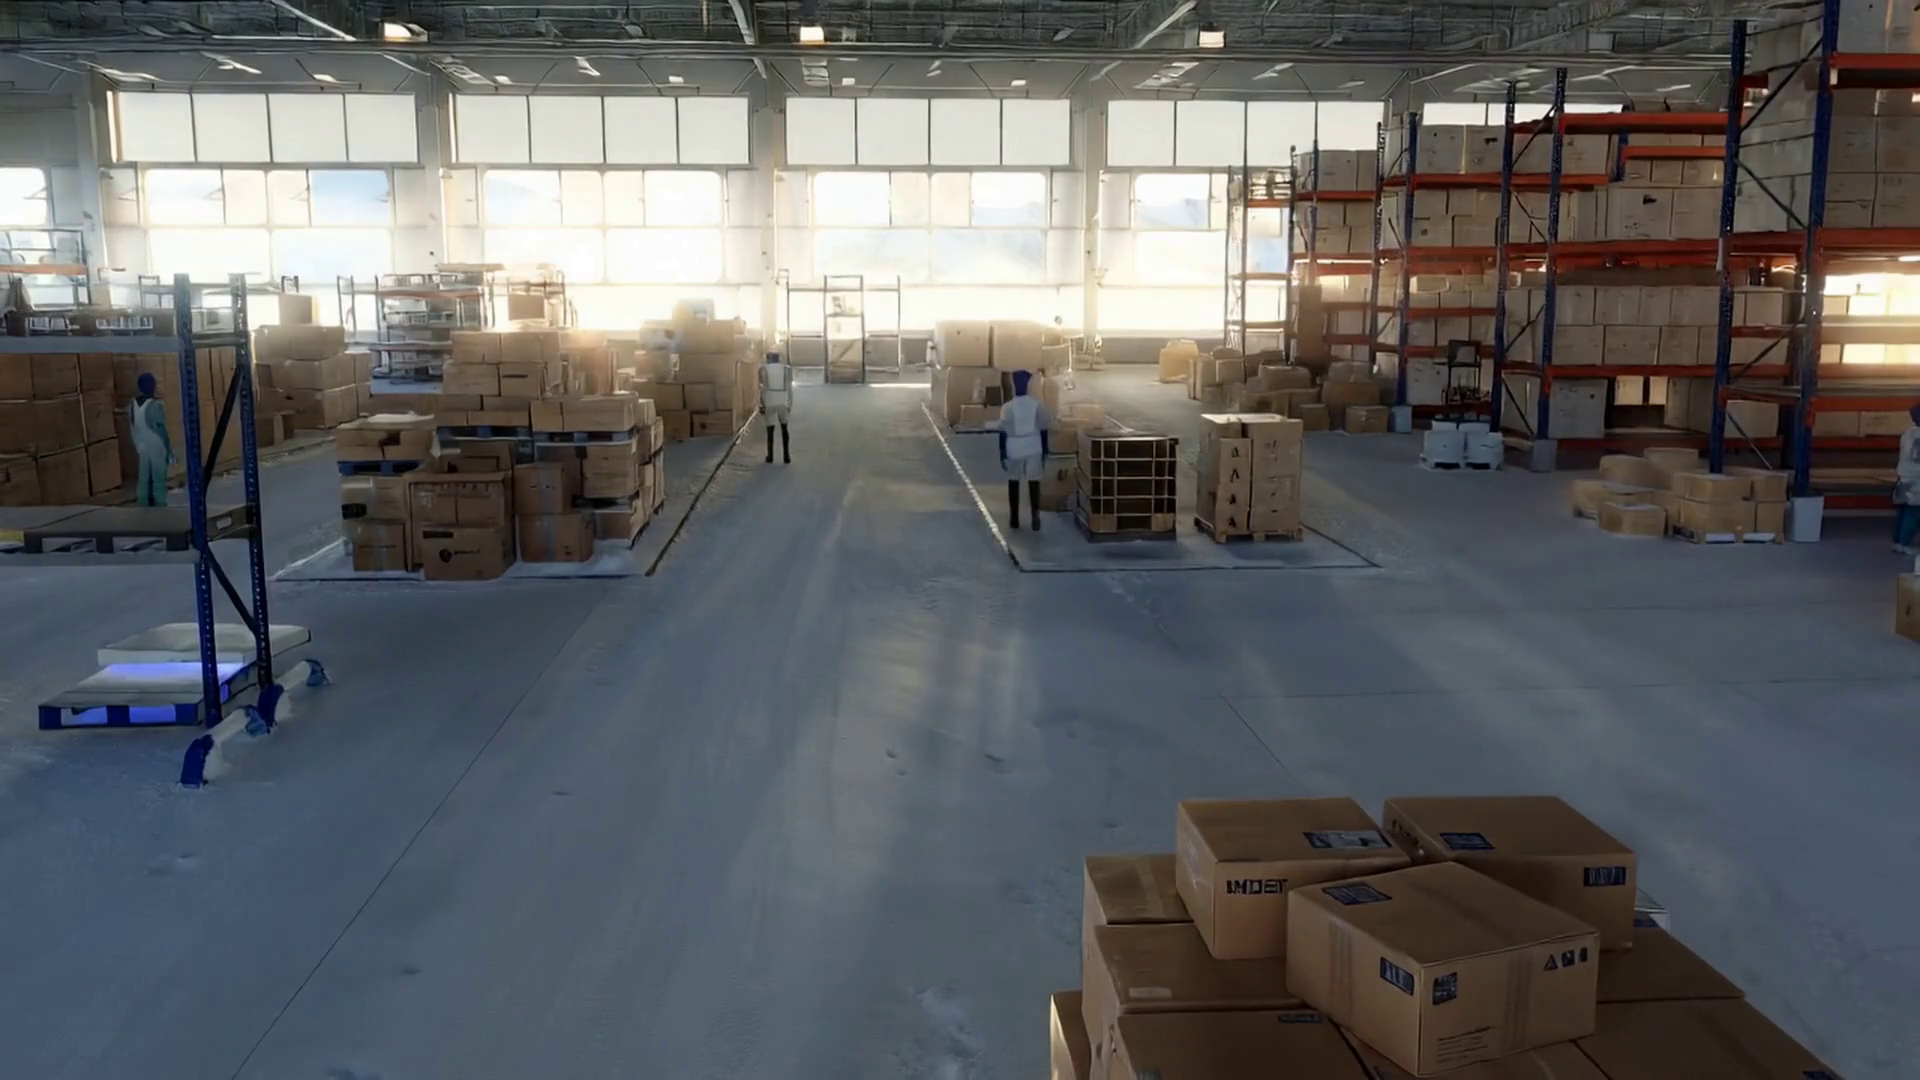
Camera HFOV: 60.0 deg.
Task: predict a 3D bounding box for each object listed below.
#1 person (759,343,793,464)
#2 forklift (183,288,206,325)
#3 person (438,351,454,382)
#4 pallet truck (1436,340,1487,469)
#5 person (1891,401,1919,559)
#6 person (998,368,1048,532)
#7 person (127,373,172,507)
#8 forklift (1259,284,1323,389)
[{"bbox_3d":[-2.955,-2.189,26.727,0.542,1.938,0.357,-2,9,-12],"label":"person"},{"bbox_3d":[-17.308,-4.409,37.718,1.873,2.768,1.129,-5,10,-30],"label":"forklift"},{"bbox_3d":[-7.546,-1.906,25.075,0.606,1.895,0.538,-1,9,-4],"label":"person"},{"bbox_3d":[8.004,-2.170,26.422,0.823,1.965,1.885,2,9,14],"label":"pallet truck"},{"bbox_3d":[10.225,-0.646,17.794,0.317,1.695,0.549,1,9,5],"label":"person"},{"bbox_3d":[0.748,-1.032,19.438,0.614,1.941,0.758,-1,9,-5],"label":"person"},{"bbox_3d":[-9.781,-1.091,20.123,0.508,1.846,0.345,2,9,13],"label":"person"},{"bbox_3d":[7.450,-4.084,35.671,1.873,2.768,1.129,-1,9,-4],"label":"forklift"}]
